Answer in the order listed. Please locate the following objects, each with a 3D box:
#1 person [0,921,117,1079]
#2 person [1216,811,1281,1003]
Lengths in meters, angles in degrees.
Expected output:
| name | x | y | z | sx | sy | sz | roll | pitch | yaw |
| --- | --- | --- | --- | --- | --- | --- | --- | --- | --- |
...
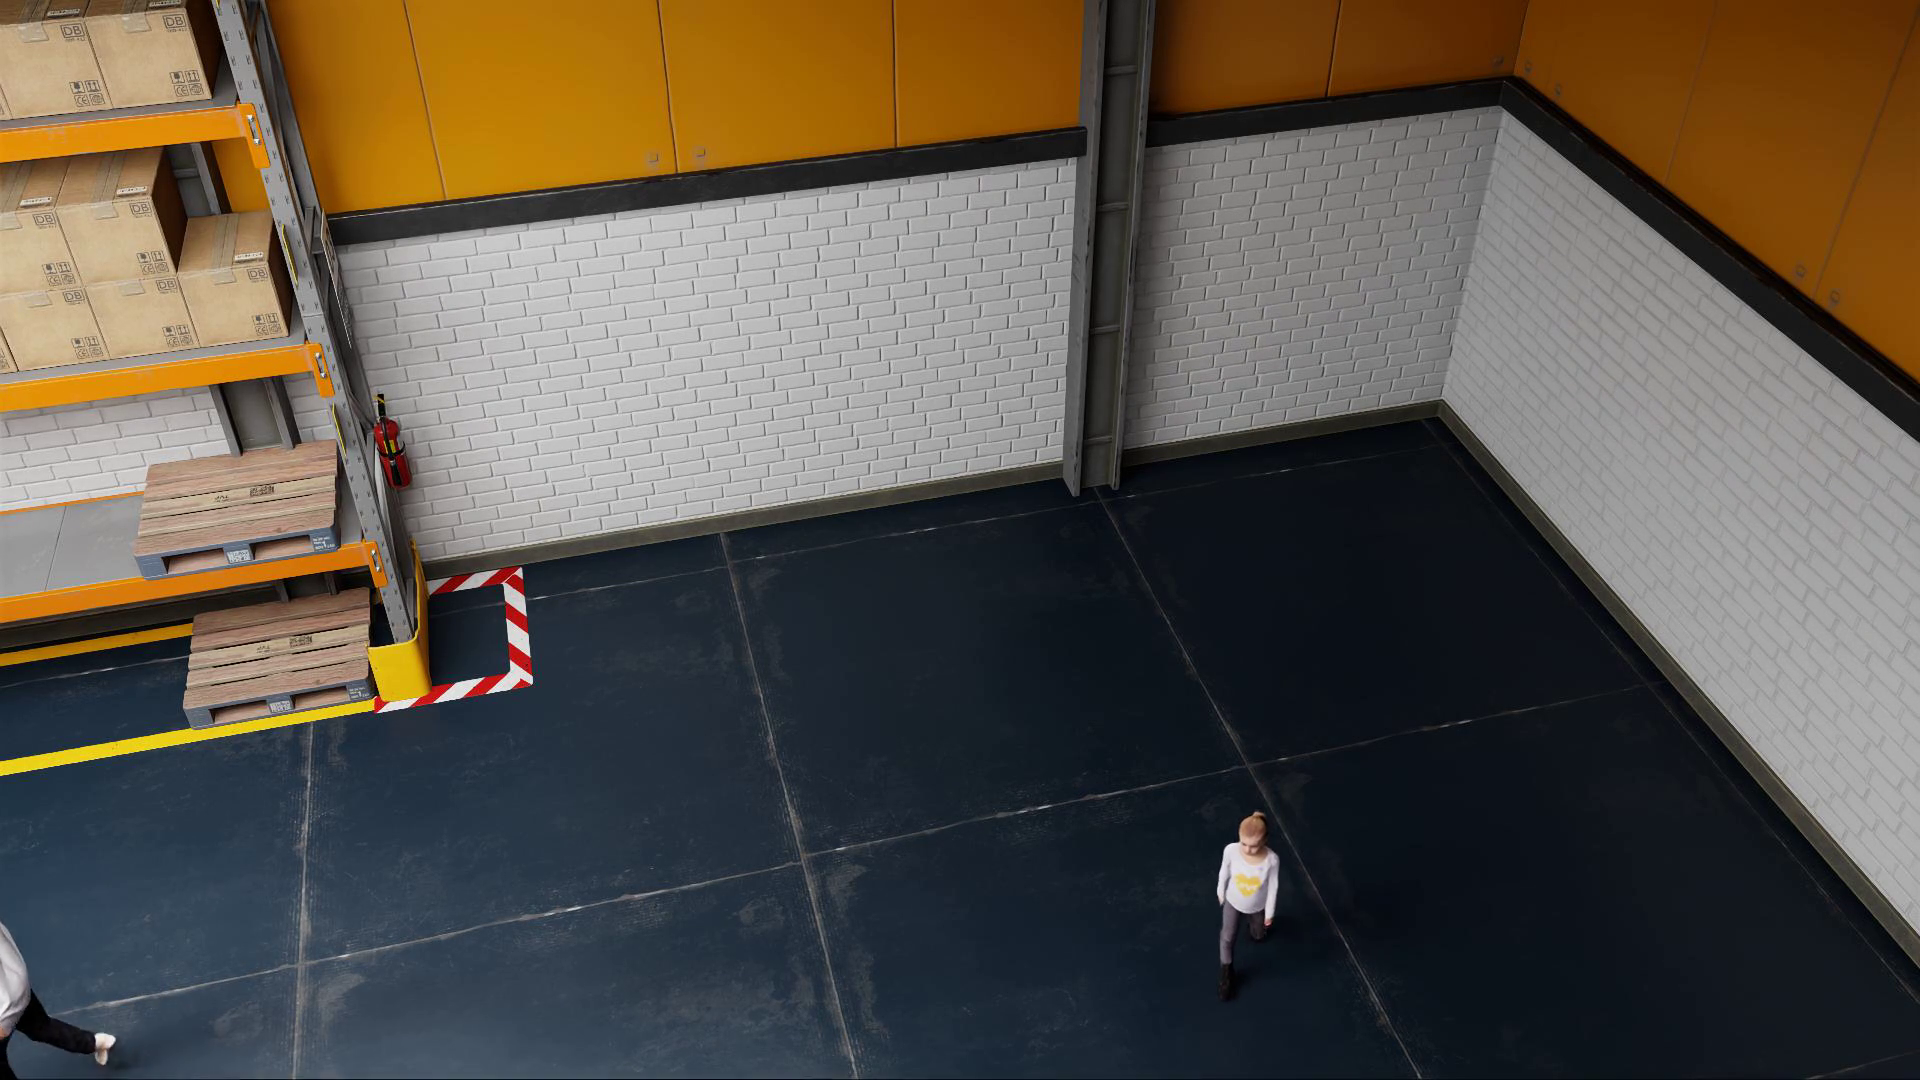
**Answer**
| name | x | y | z | sx | sy | sz | roll | pitch | yaw |
| --- | --- | --- | --- | --- | --- | --- | --- | --- | --- |
| person | -4.962 | 2.354 | 8.598 | 1.027 | 1.662 | 0.756 | -4 | 39 | -5 |
| person | 1.632 | 1.990 | 9.371 | 0.829 | 1.266 | 0.787 | 10 | 40 | 12 |
